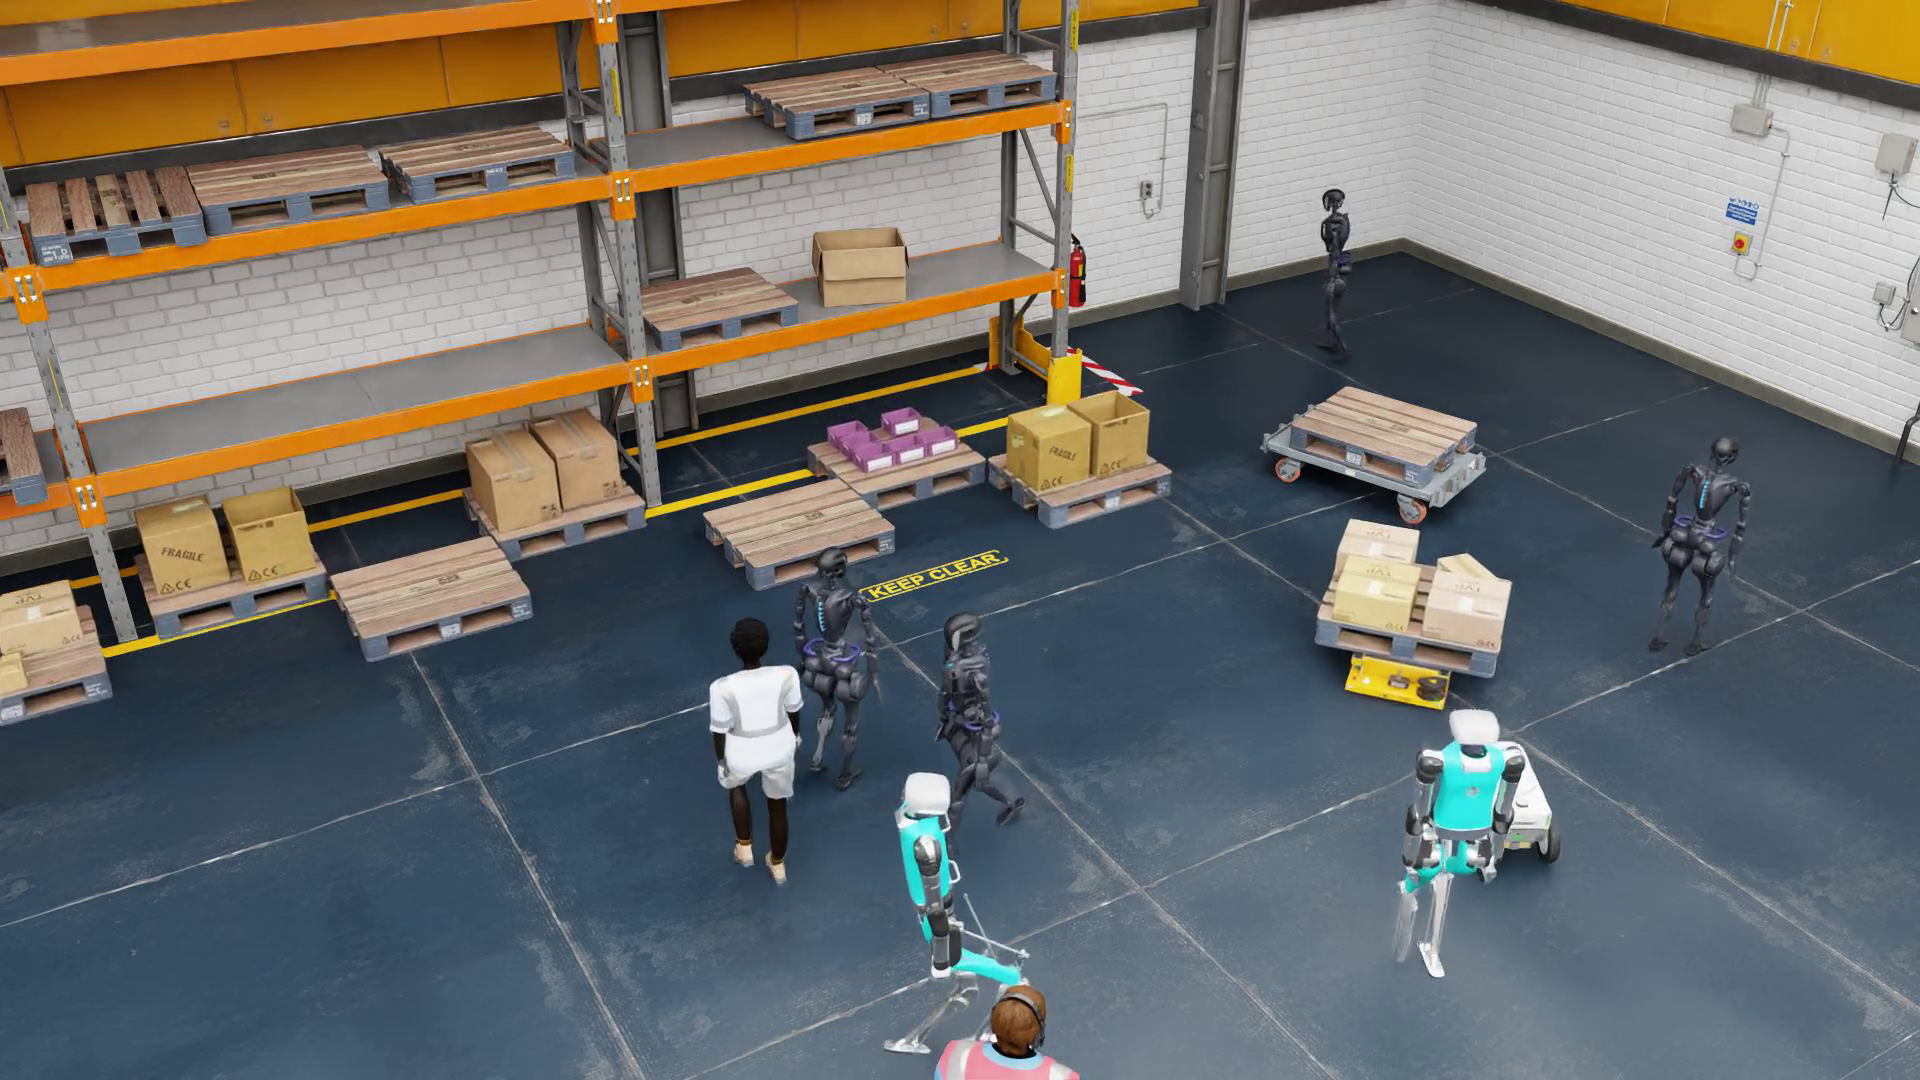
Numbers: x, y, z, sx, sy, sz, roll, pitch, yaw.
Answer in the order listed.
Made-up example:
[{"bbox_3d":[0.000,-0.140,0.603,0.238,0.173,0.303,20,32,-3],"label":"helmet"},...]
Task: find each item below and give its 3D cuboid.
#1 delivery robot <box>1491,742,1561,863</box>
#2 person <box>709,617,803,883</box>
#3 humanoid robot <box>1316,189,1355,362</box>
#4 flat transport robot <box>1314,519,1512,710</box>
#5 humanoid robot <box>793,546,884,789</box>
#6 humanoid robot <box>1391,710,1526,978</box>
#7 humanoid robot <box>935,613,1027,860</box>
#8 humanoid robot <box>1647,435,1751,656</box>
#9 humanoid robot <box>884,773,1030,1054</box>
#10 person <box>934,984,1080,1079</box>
[{"bbox_3d":[3.256,1.547,9.937,0.524,0.586,0.748,1,29,1],"label":"delivery robot"},{"bbox_3d":[-1.140,1.189,9.434,0.544,1.681,0.470,-8,30,-13],"label":"person"},{"bbox_3d":[3.669,-2.584,16.121,0.461,1.636,0.609,5,30,9],"label":"humanoid robot"},{"bbox_3d":[3.180,0.695,11.745,0.659,0.231,1.431,11,31,19],"label":"flat transport robot"},{"bbox_3d":[-0.753,0.781,10.158,0.613,1.642,0.353,13,32,22],"label":"humanoid robot"},{"bbox_3d":[2.535,1.575,8.740,0.547,1.837,0.697,0,29,0],"label":"humanoid robot"},{"bbox_3d":[0.096,1.113,9.623,0.762,1.636,0.609,-14,32,-24],"label":"humanoid robot"},{"bbox_3d":[5.073,0.038,11.492,0.379,1.650,0.603,-24,37,-36],"label":"humanoid robot"},{"bbox_3d":[0.028,1.889,8.151,0.843,1.791,0.543,-5,30,-9],"label":"humanoid robot"},{"bbox_3d":[0.212,2.563,6.854,0.629,1.837,0.431,9,31,15],"label":"person"}]
